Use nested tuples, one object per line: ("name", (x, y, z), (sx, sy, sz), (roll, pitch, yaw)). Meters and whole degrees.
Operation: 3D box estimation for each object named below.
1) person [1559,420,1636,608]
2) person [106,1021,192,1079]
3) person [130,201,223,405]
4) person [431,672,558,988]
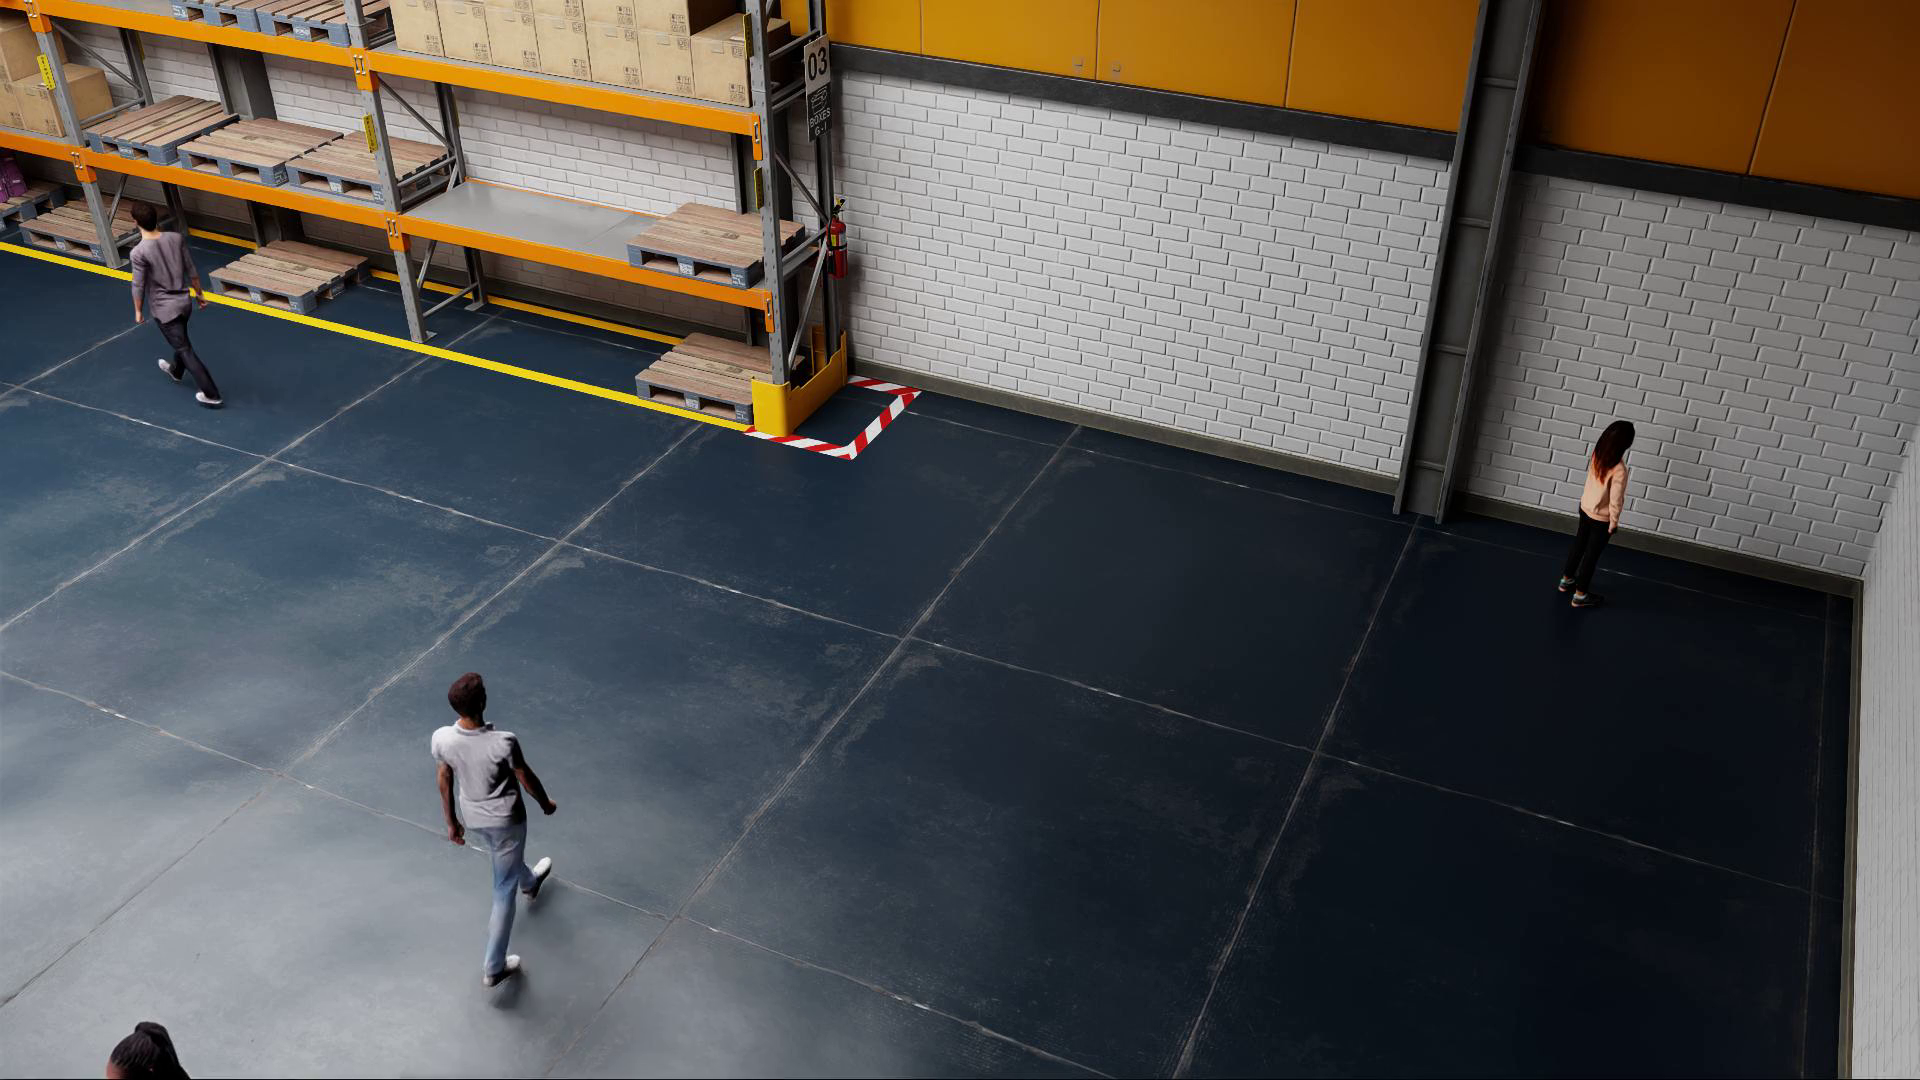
("person", (4.596, -0.206, 11.975), (0.662, 1.482, 0.635), (-6, 34, -9))
("person", (-3.383, 2.768, 7.278), (0.515, 1.729, 0.676), (10, 35, 15))
("person", (-6.753, -2.000, 14.377), (1.121, 1.810, 0.740), (17, 37, 24))
("person", (-2.547, 1.586, 8.987), (1.209, 1.806, 0.881), (8, 34, 12))
